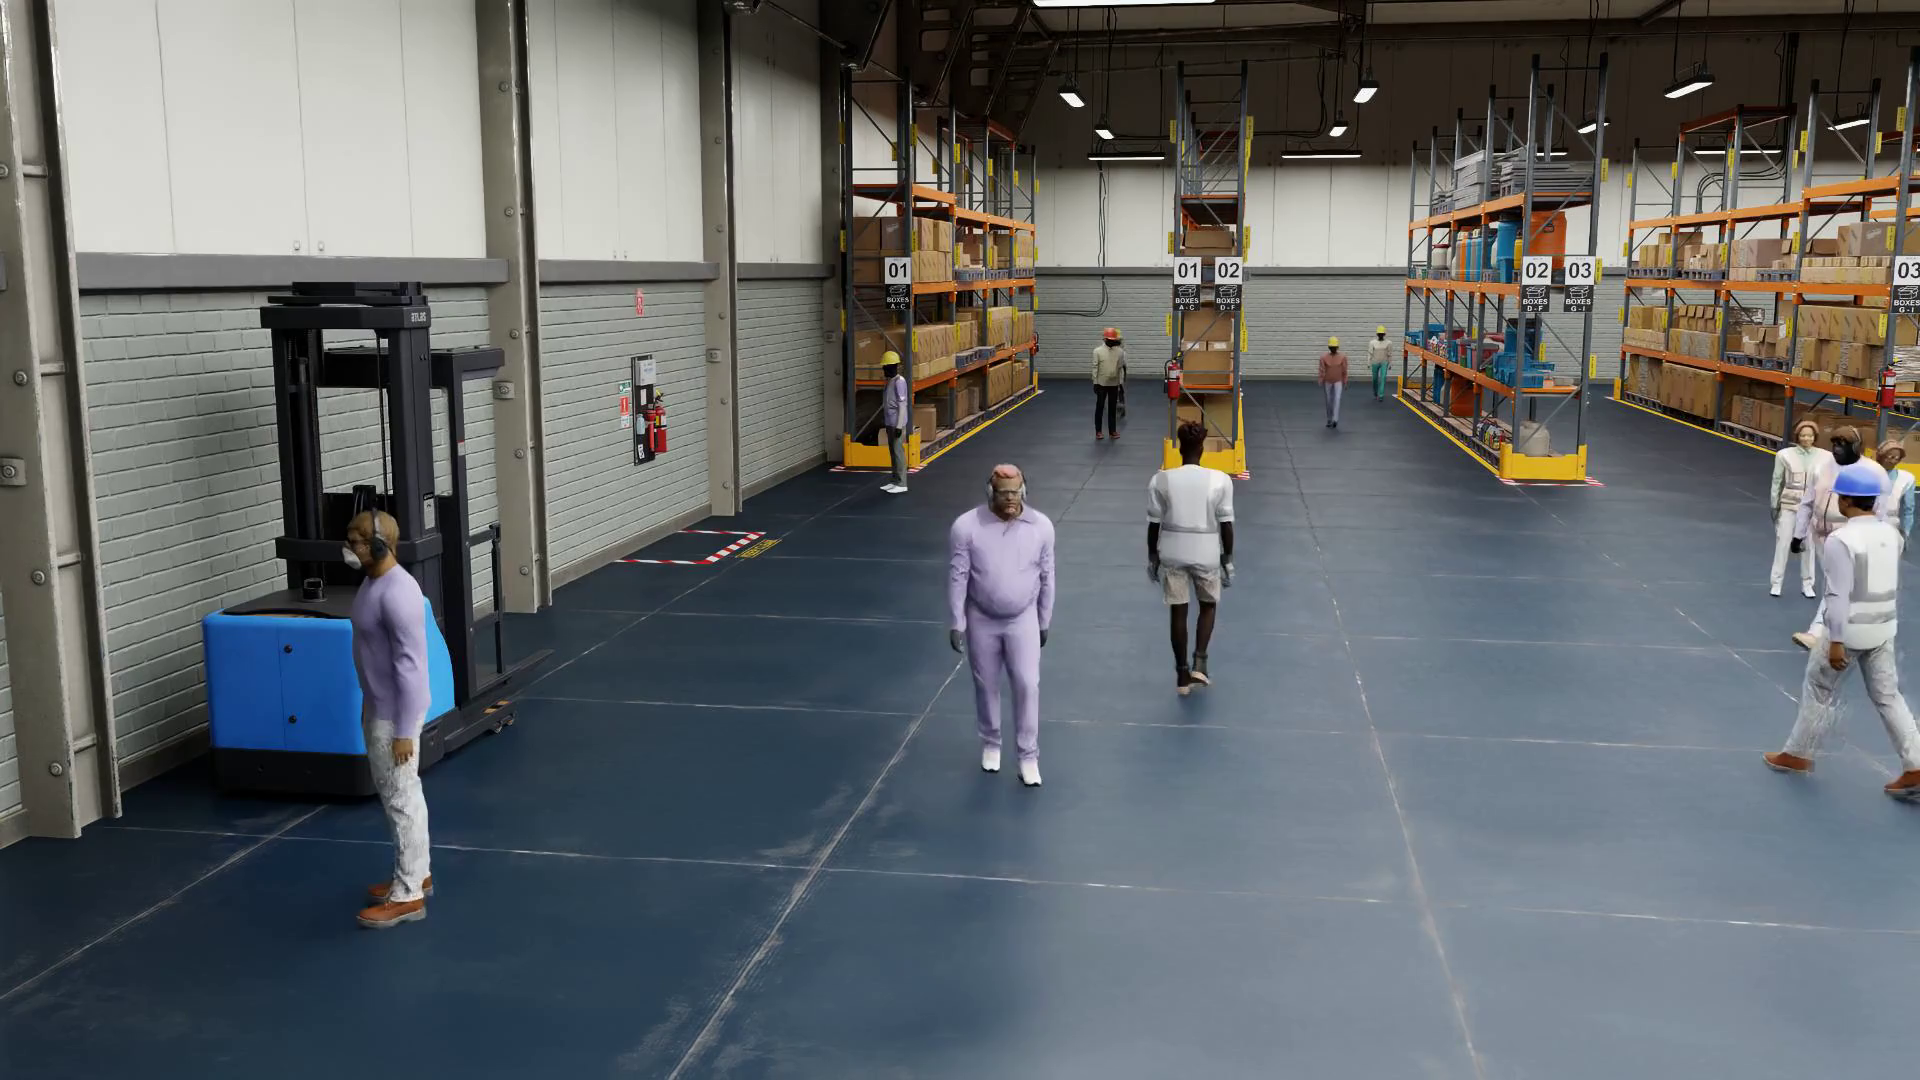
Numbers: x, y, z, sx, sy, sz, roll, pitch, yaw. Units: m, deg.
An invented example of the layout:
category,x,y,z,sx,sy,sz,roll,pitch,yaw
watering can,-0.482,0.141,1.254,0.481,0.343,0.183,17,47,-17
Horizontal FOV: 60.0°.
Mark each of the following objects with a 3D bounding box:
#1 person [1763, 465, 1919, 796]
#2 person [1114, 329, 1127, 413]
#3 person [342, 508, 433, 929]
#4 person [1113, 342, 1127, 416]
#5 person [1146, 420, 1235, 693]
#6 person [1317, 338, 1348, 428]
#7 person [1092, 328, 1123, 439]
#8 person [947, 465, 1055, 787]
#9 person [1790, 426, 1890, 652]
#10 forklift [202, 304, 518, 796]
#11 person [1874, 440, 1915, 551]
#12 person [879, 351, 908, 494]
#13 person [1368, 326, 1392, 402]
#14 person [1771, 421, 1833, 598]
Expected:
category,x,y,z,sx,sy,sz,roll,pitch,yaw
person,5.254,0.517,9.635,0.629,1.903,0.996,-4,10,-25
person,3.256,-3.636,35.628,0.623,1.784,0.873,-4,10,-23
person,-2.651,0.803,7.748,0.356,1.939,0.637,-5,10,-28
person,3.177,-3.325,34.000,0.568,1.665,0.619,-2,9,-10
person,1.655,0.115,11.926,0.645,1.947,0.459,2,9,12
person,7.158,-3.019,31.984,0.554,1.714,0.934,3,10,17
person,2.668,-2.820,29.921,0.608,1.987,0.388,-4,10,-21
person,0.248,0.503,9.778,0.648,1.871,0.863,0,9,-1
person,6.890,-0.003,13.139,0.981,1.790,0.633,-5,10,-26
forklift,-3.673,-0.038,10.147,1.129,2.768,1.873,1,9,9
person,7.681,-0.034,13.915,0.535,1.610,0.674,1,9,5
person,-0.910,-1.600,22.587,0.385,1.922,0.594,-3,10,-17
person,9.772,-4.117,38.699,0.532,1.744,0.776,3,10,15
person,7.775,-0.289,15.388,0.516,1.638,0.308,3,10,17
